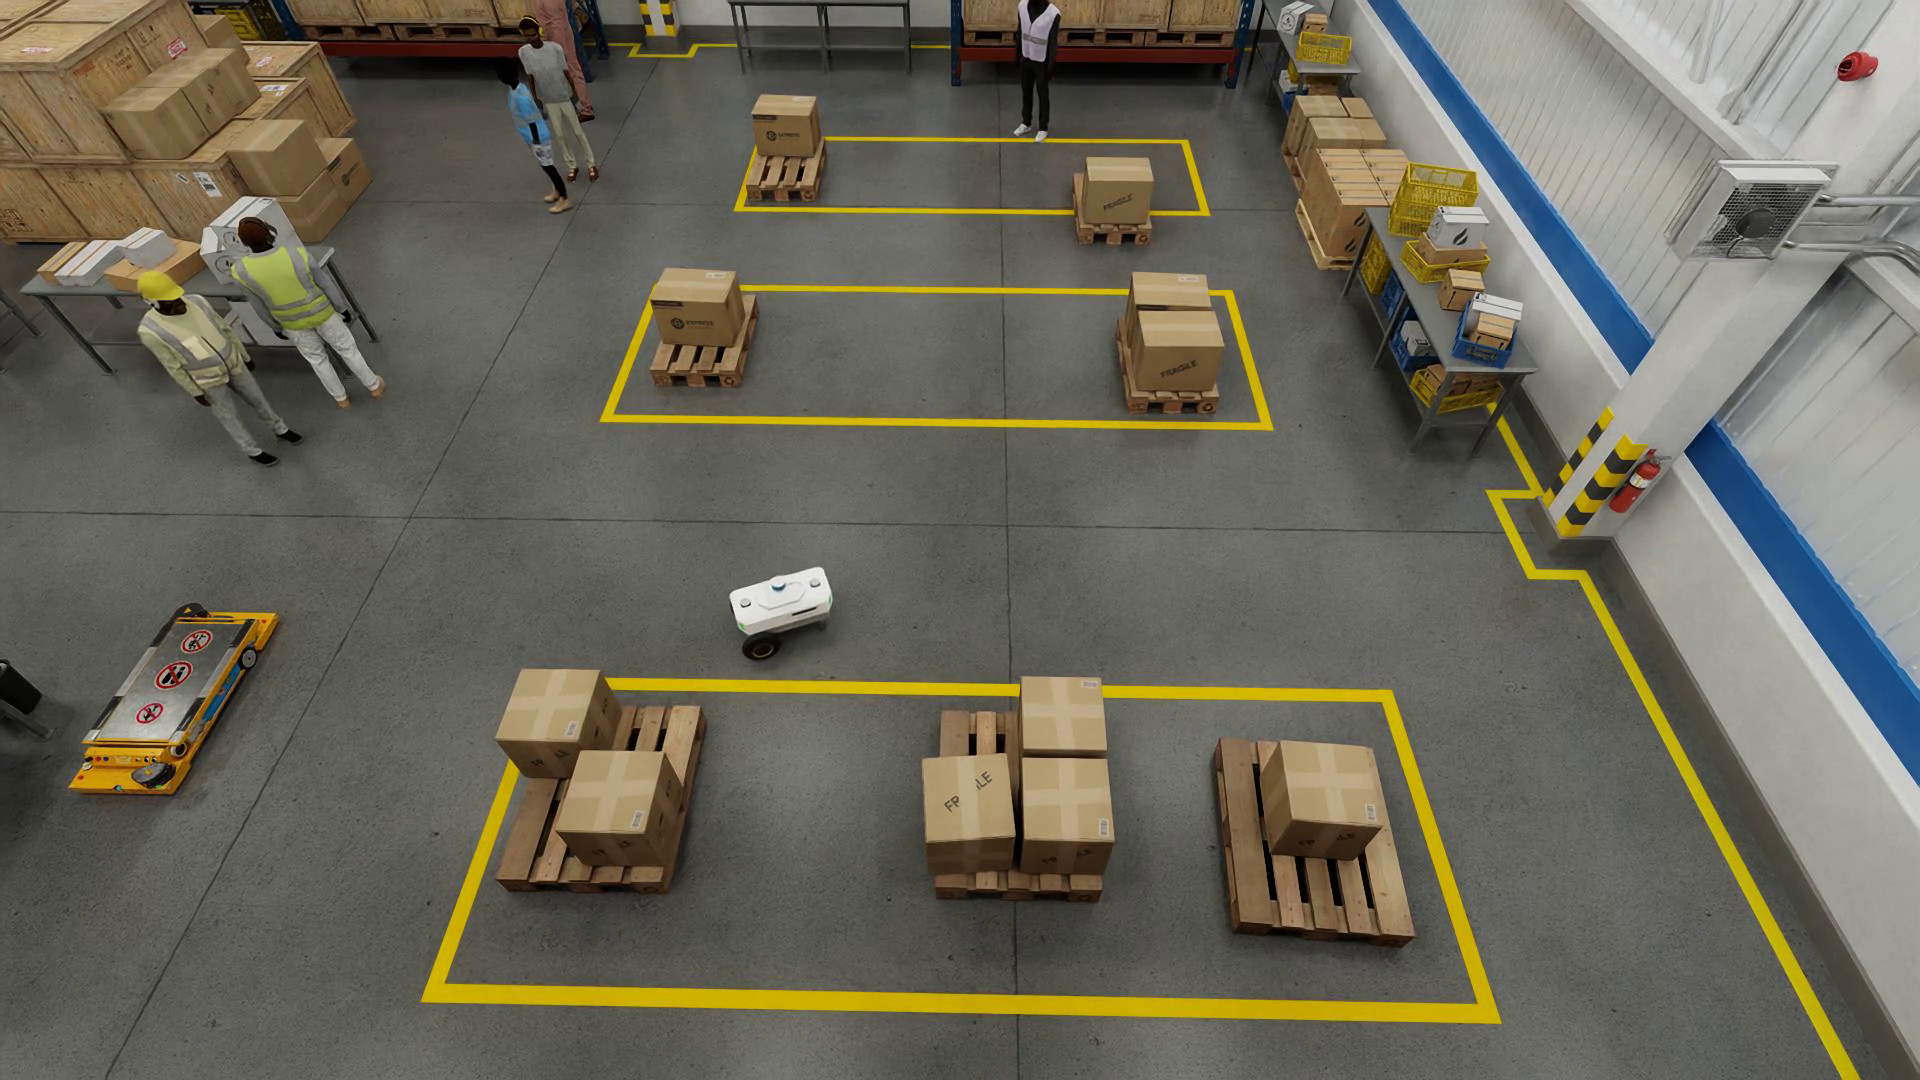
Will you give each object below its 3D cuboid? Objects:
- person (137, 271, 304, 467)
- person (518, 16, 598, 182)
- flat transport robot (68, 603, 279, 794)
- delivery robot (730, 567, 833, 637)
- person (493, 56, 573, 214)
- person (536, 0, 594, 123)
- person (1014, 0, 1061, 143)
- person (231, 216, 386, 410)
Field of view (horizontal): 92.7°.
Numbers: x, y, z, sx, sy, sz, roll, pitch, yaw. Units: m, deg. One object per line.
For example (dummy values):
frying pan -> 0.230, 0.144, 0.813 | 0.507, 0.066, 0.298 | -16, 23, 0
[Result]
person -> -6.097, -1.398, 7.526 | 0.403, 1.824, 0.599 | 16, 52, 13
person -> -4.661, -5.073, 10.615 | 0.523, 1.856, 0.339 | -8, 50, -6
flat transport robot -> -5.504, 1.072, 6.442 | 0.652, 0.197, 1.431 | 1, 50, 1
delivery robot -> -1.299, 0.450, 6.725 | 0.707, 0.478, 0.477 | -16, 52, -13
person -> -4.759, -4.519, 10.251 | 0.321, 1.689, 0.541 | -24, 54, -19
person -> -5.088, -6.341, 11.651 | 0.410, 1.909, 0.643 | -13, 51, -11
person -> 0.937, -5.933, 11.304 | 0.589, 1.910, 0.376 | 31, 57, 24
person -> -5.675, -1.951, 7.978 | 0.633, 1.842, 0.429 | -25, 54, -19
